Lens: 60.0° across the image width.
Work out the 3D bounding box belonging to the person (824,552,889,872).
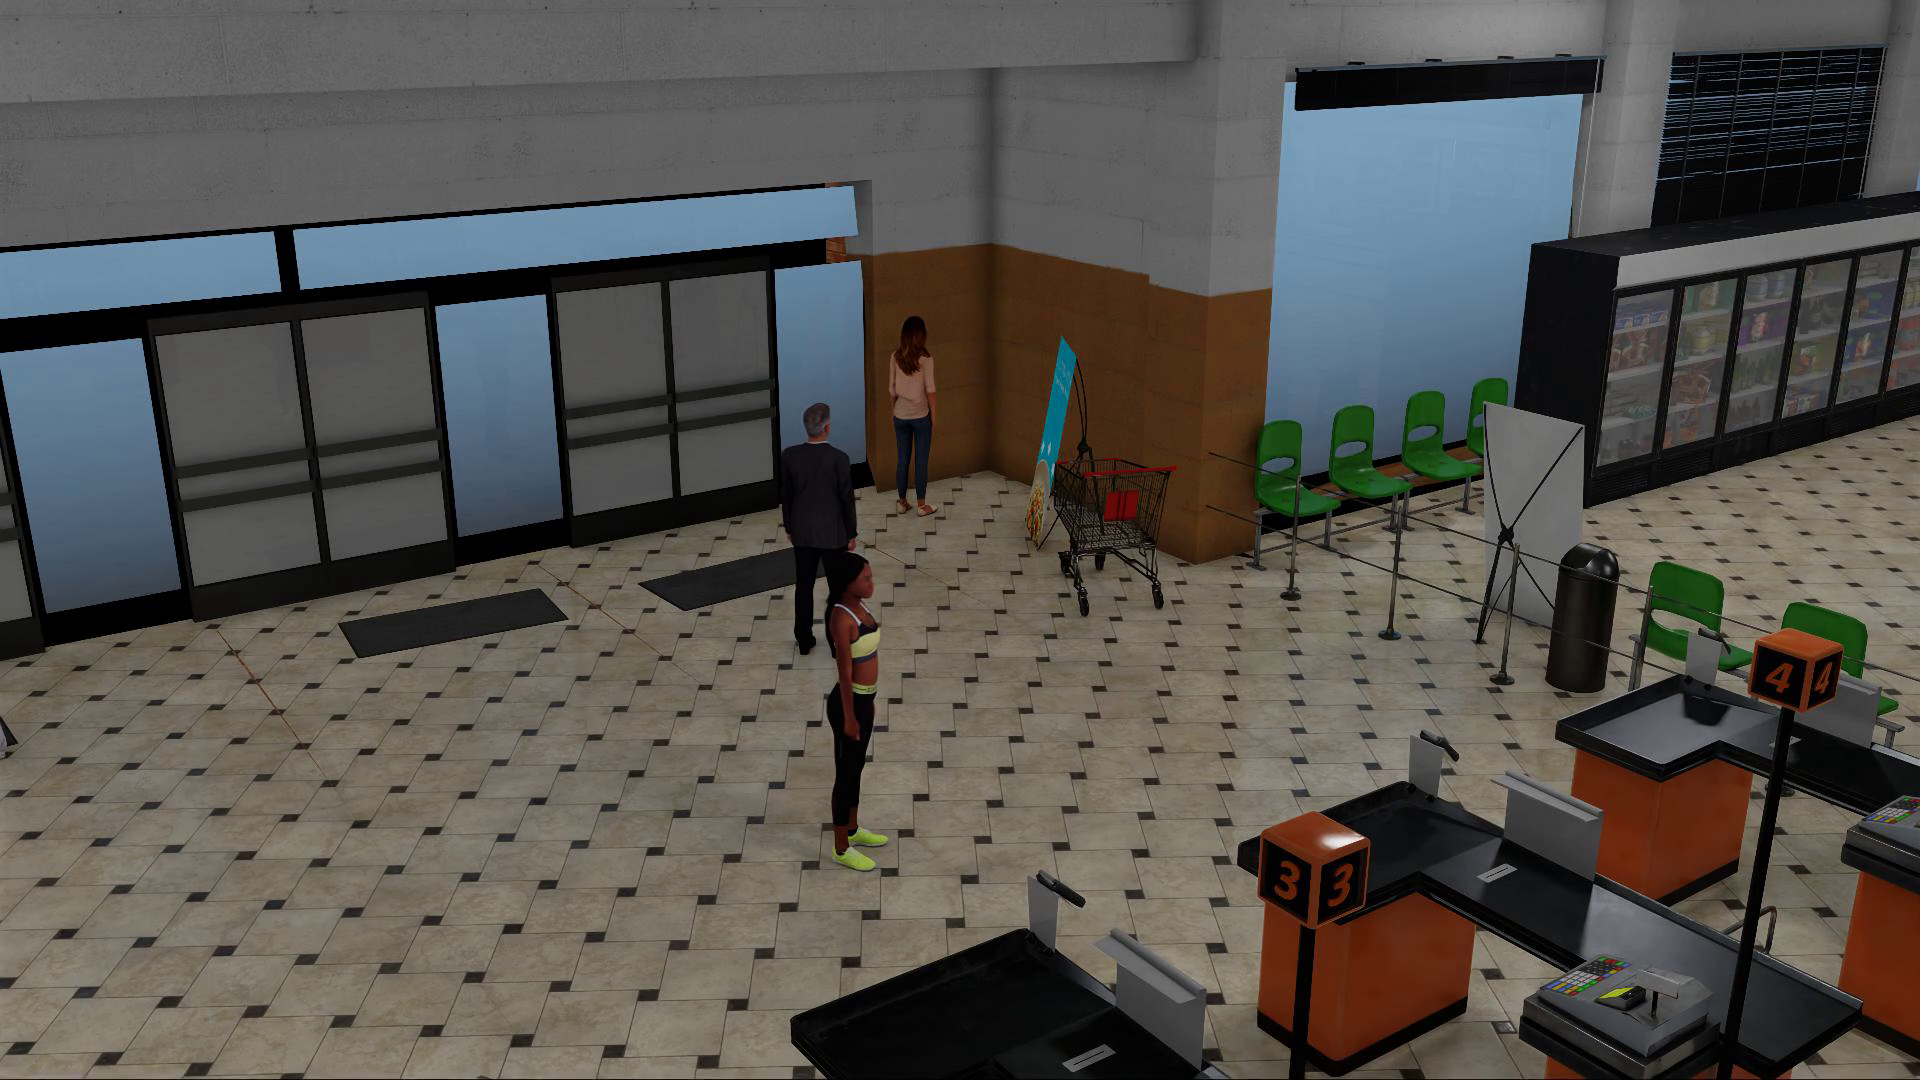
[{"bbox_3d":[-0.588,0.899,8.927,0.695,1.755,0.639,4,19,11],"label":"person"}]

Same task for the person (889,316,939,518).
[{"bbox_3d":[-0.426,-1.104,14.814,0.620,1.790,0.734,9,20,24],"label":"person"}]

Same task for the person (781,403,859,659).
[{"bbox_3d":[-0.978,-0.071,11.671,0.775,1.842,0.864,5,19,15],"label":"person"}]
